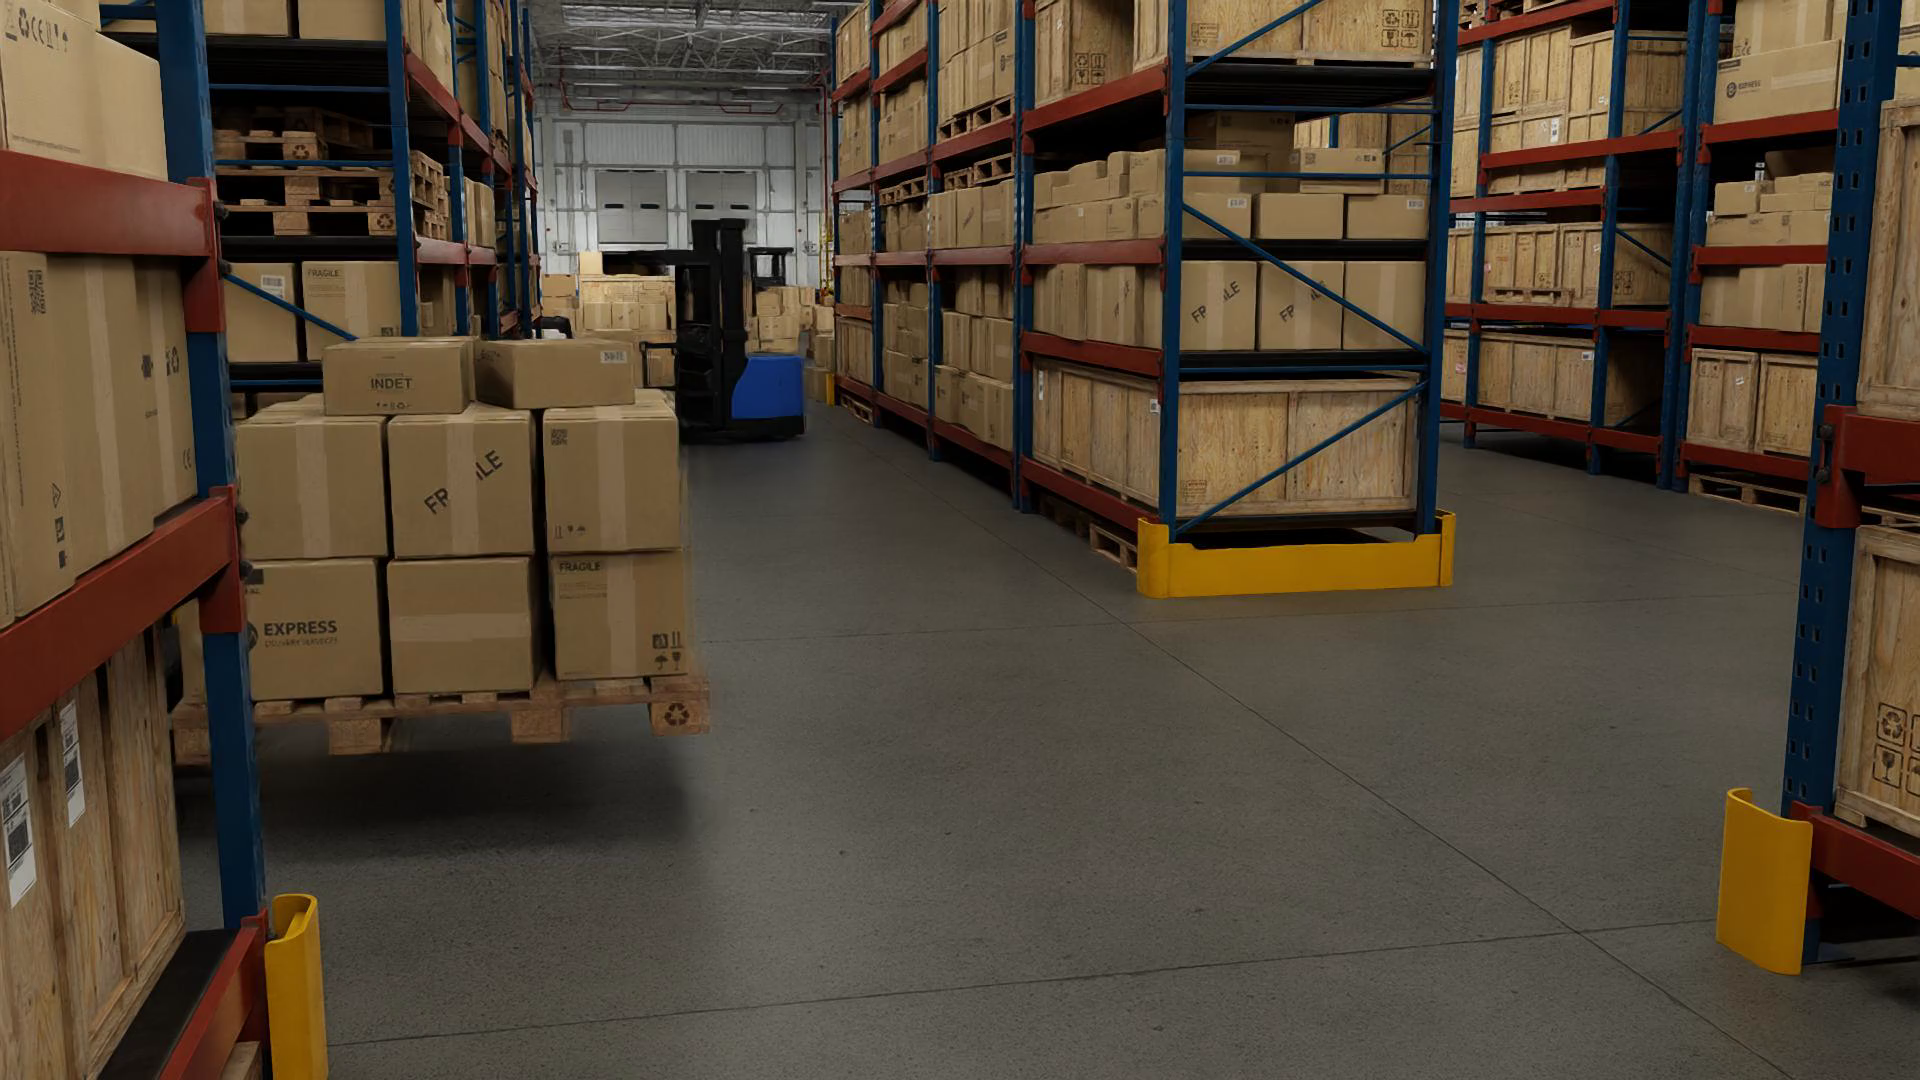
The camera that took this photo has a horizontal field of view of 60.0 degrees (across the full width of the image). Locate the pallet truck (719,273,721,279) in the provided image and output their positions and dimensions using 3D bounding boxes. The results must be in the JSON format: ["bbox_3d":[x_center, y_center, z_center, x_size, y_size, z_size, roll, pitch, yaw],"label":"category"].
[{"bbox_3d":[-8.580,-8.986,62.280,1.885,1.965,0.823,1,9,5],"label":"pallet truck"}]

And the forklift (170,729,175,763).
[{"bbox_3d":[-4.189,-0.274,6.494,1.873,2.768,1.129,-2,10,-13],"label":"forklift"}]

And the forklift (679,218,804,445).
[{"bbox_3d":[-3.043,-2.681,21.166,1.873,2.768,1.129,-6,11,-33],"label":"forklift"}]

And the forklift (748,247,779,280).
[{"bbox_3d":[-6.003,-7.579,51.020,1.129,2.768,1.873,-6,11,-31],"label":"forklift"}]
